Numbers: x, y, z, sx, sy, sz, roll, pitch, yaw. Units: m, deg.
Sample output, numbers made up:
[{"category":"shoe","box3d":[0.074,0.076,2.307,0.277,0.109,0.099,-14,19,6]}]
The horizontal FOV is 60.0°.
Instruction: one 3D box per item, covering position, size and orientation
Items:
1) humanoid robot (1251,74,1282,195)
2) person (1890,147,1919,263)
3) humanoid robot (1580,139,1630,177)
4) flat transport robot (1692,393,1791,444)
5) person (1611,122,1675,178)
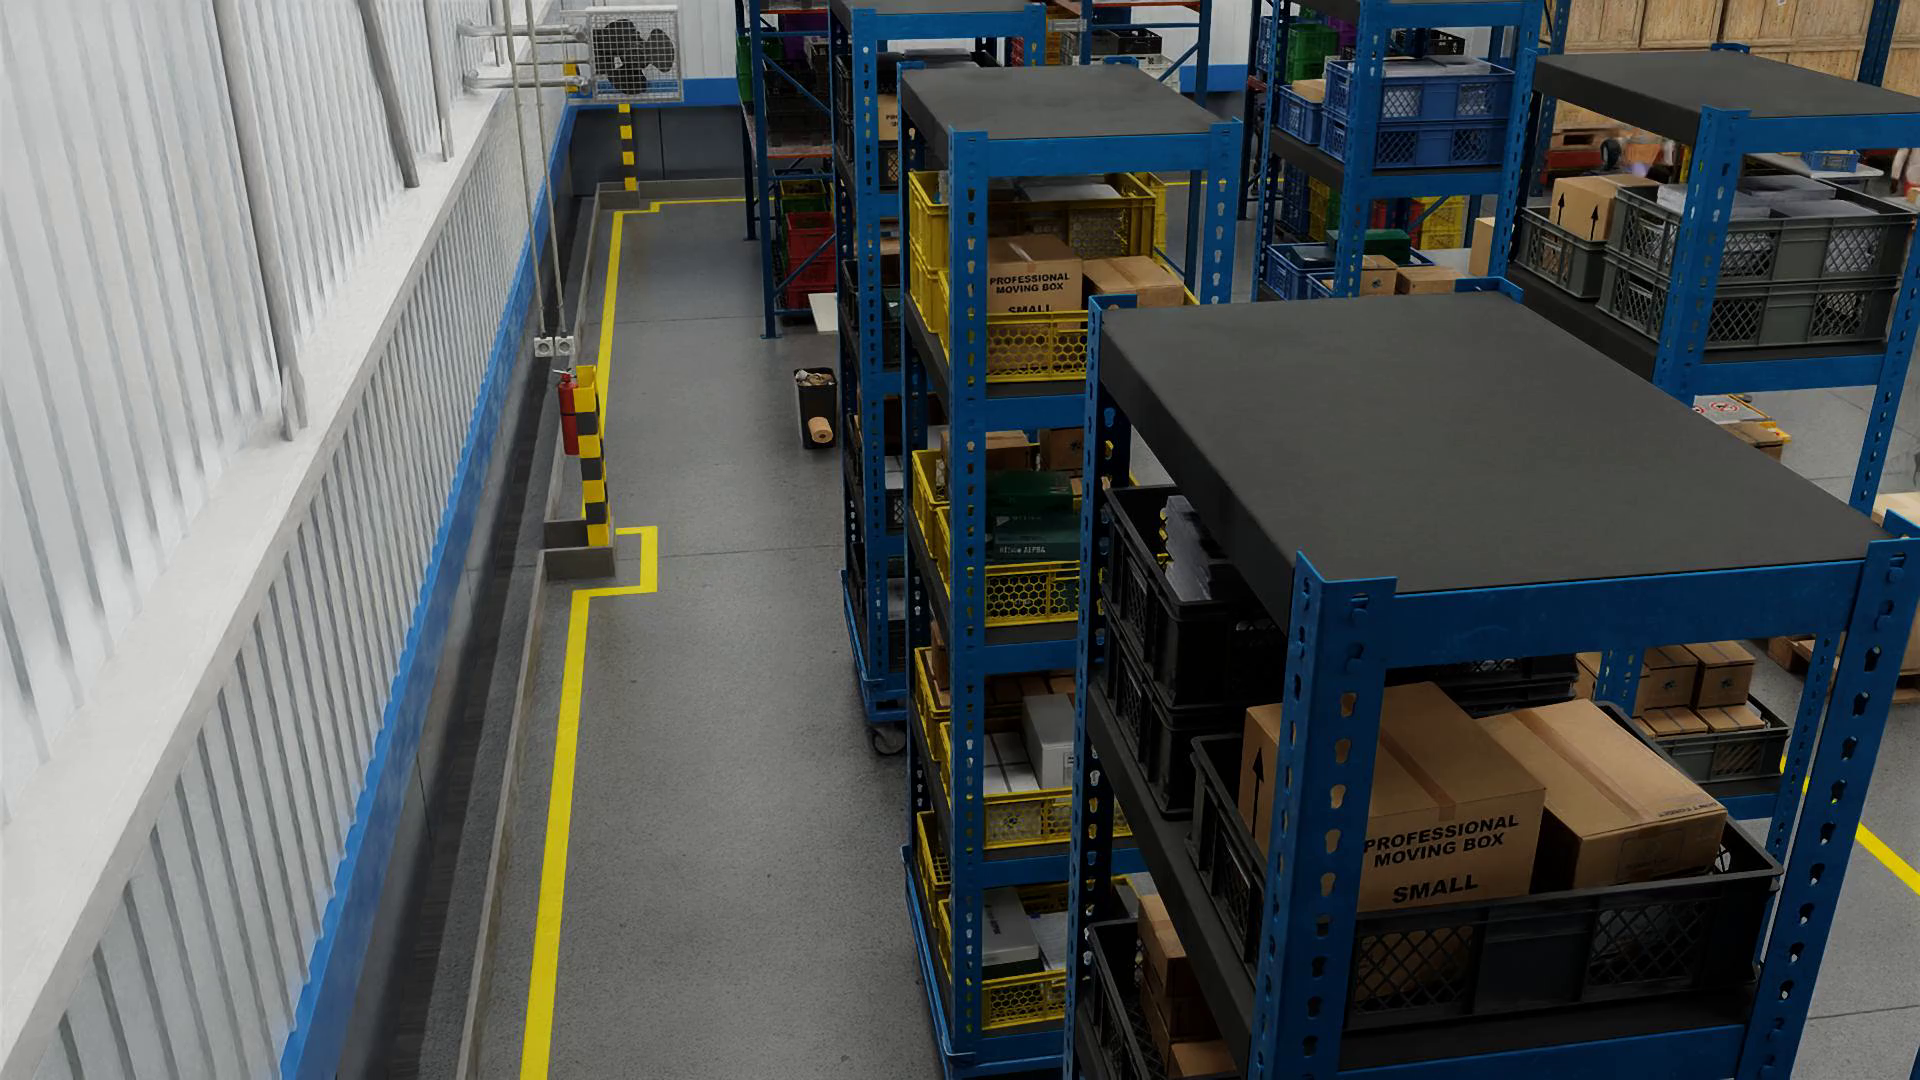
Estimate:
[{"category":"humanoid robot","box3d":[3.592,-4.780,18.991,0.599,1.654,0.325,-4,25,-8]},{"category":"person","box3d":[9.203,-3.464,15.812,0.638,1.959,0.767,12,27,24]},{"category":"humanoid robot","box3d":[5.451,-2.595,14.237,0.599,1.657,0.325,-4,25,-8]},{"category":"flat transport robot","box3d":[5.224,-0.859,12.132,1.431,0.197,0.652,-4,25,-8]},{"category":"person","box3d":[6.893,-3.779,16.575,0.596,1.879,0.918,-15,29,-29]}]
